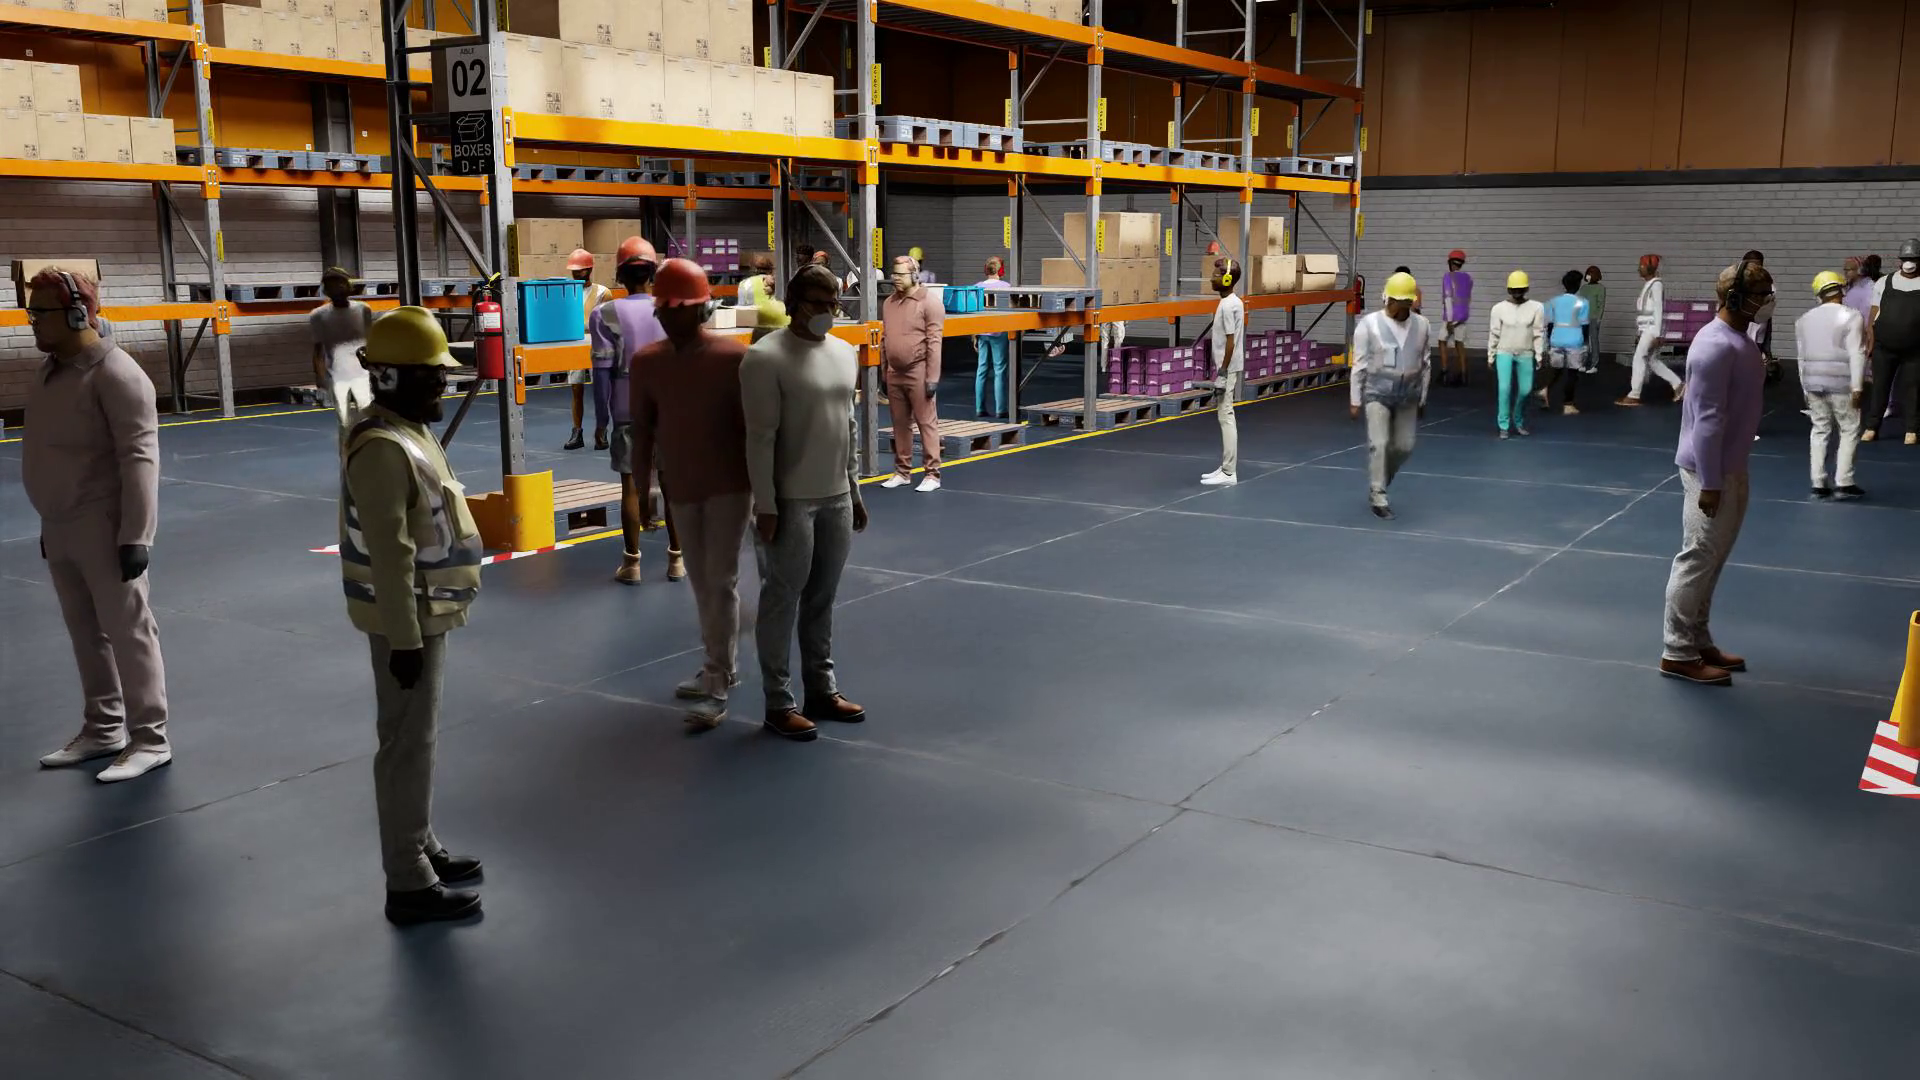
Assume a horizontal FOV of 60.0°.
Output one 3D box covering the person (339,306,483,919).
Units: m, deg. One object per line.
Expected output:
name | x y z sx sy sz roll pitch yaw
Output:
person | -1.640 0.215 5.020 0.404 1.828 0.601 -2 11 -13

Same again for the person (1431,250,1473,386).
person | 6.928 -3.094 23.201 0.552 1.884 0.650 -5 11 -26

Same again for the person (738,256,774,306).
person | -2.421 -2.519 20.247 0.715 1.830 0.461 -3 11 -14

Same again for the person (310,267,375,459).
person | -4.848 -1.255 13.231 0.571 1.794 0.892 -6 12 -30

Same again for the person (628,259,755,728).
person | -1.132 -0.200 7.041 0.654 1.944 0.818 4 11 20

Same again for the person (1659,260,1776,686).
person | 3.477 -0.304 7.626 0.361 1.932 0.628 7 13 35

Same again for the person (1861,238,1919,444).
person | 9.381 -1.971 16.549 0.673 2.000 0.535 8 13 36

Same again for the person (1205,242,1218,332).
person | 4.006 -3.668 26.081 0.386 1.992 0.625 1 10 5

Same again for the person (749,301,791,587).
person | -1.015 -0.429 8.955 0.503 1.693 0.891 -2 11 -13

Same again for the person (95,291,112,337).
person | -7.608 -1.408 14.562 0.507 1.632 0.266 1 10 5

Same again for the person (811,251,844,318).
person | -1.727 -2.651 20.761 0.574 1.883 0.356 -3 11 -16

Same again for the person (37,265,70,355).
person | -6.997 -1.257 13.171 0.520 1.830 0.520 -8 13 -37

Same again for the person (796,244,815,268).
person | -2.072 -3.010 22.514 0.368 1.966 0.603 -7 12 -34

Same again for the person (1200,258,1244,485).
person | 2.184 -1.390 13.806 0.327 1.872 0.516 2 10 11

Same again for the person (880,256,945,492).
person | -0.414 -1.337 13.456 0.637 1.898 0.395 9 13 40

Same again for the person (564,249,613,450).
person | -3.613 -1.827 16.046 0.551 1.933 0.370 1 10 6

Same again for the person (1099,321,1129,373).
person | 2.327 -3.348 25.287 0.514 1.642 0.314 6 12 29

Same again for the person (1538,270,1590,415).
person | 6.978 -2.265 19.167 0.480 1.681 0.539 -8 13 -36

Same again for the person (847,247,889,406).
person | -1.102 -2.659 20.357 0.604 2.044 0.375 9 14 41

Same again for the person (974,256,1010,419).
person | 0.367 -2.296 18.936 0.565 1.837 0.388 7 12 33

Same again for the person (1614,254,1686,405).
person | 8.514 -2.554 20.311 0.806 1.862 0.580 3 11 15

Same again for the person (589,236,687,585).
person | -1.864 -0.751 9.789 0.605 2.043 0.376 -4 11 -20

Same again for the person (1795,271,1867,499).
person | 6.849 -1.209 13.065 0.405 1.774 0.660 -5 11 -25

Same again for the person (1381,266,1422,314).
person | 6.141 -2.979 23.183 0.568 1.654 0.445 2 10 11

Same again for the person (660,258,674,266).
person | -2.443 -1.621 15.138 1.078 1.855 0.565 -10 14 -44

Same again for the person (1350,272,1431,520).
person | 3.134 -1.065 12.200 0.607 1.802 0.592 -1 10 -7

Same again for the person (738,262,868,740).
person | -0.621 -0.166 6.851 0.371 1.933 0.627 8 13 37

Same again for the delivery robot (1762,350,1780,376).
delivery robot | 11.305 -2.575 23.756 0.477 0.478 0.707 -6 12 -31

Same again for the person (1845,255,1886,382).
person | 12.837 -3.112 23.530 0.630 1.815 0.597 -1 10 -5

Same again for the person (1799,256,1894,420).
person | 10.127 -2.264 18.739 1.047 1.849 0.649 -1 10 -4

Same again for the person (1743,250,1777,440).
person | 7.936 -1.963 16.849 0.597 1.916 0.371 -1 10 -8

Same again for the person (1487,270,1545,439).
person | 5.658 -1.887 16.963 0.551 1.727 0.607 2 10 12

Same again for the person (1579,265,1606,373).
person | 9.619 -3.368 25.415 0.286 1.636 0.499 -5 11 -24

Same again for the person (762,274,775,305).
person | -2.063 -2.135 18.570 0.314 1.641 0.515 -6 12 -29

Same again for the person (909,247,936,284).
person | -0.643 -3.381 24.689 0.593 1.925 0.385 0 10 1

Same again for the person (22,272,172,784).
person | -3.279 -0.044 6.245 0.652 1.906 0.403 7 12 33
